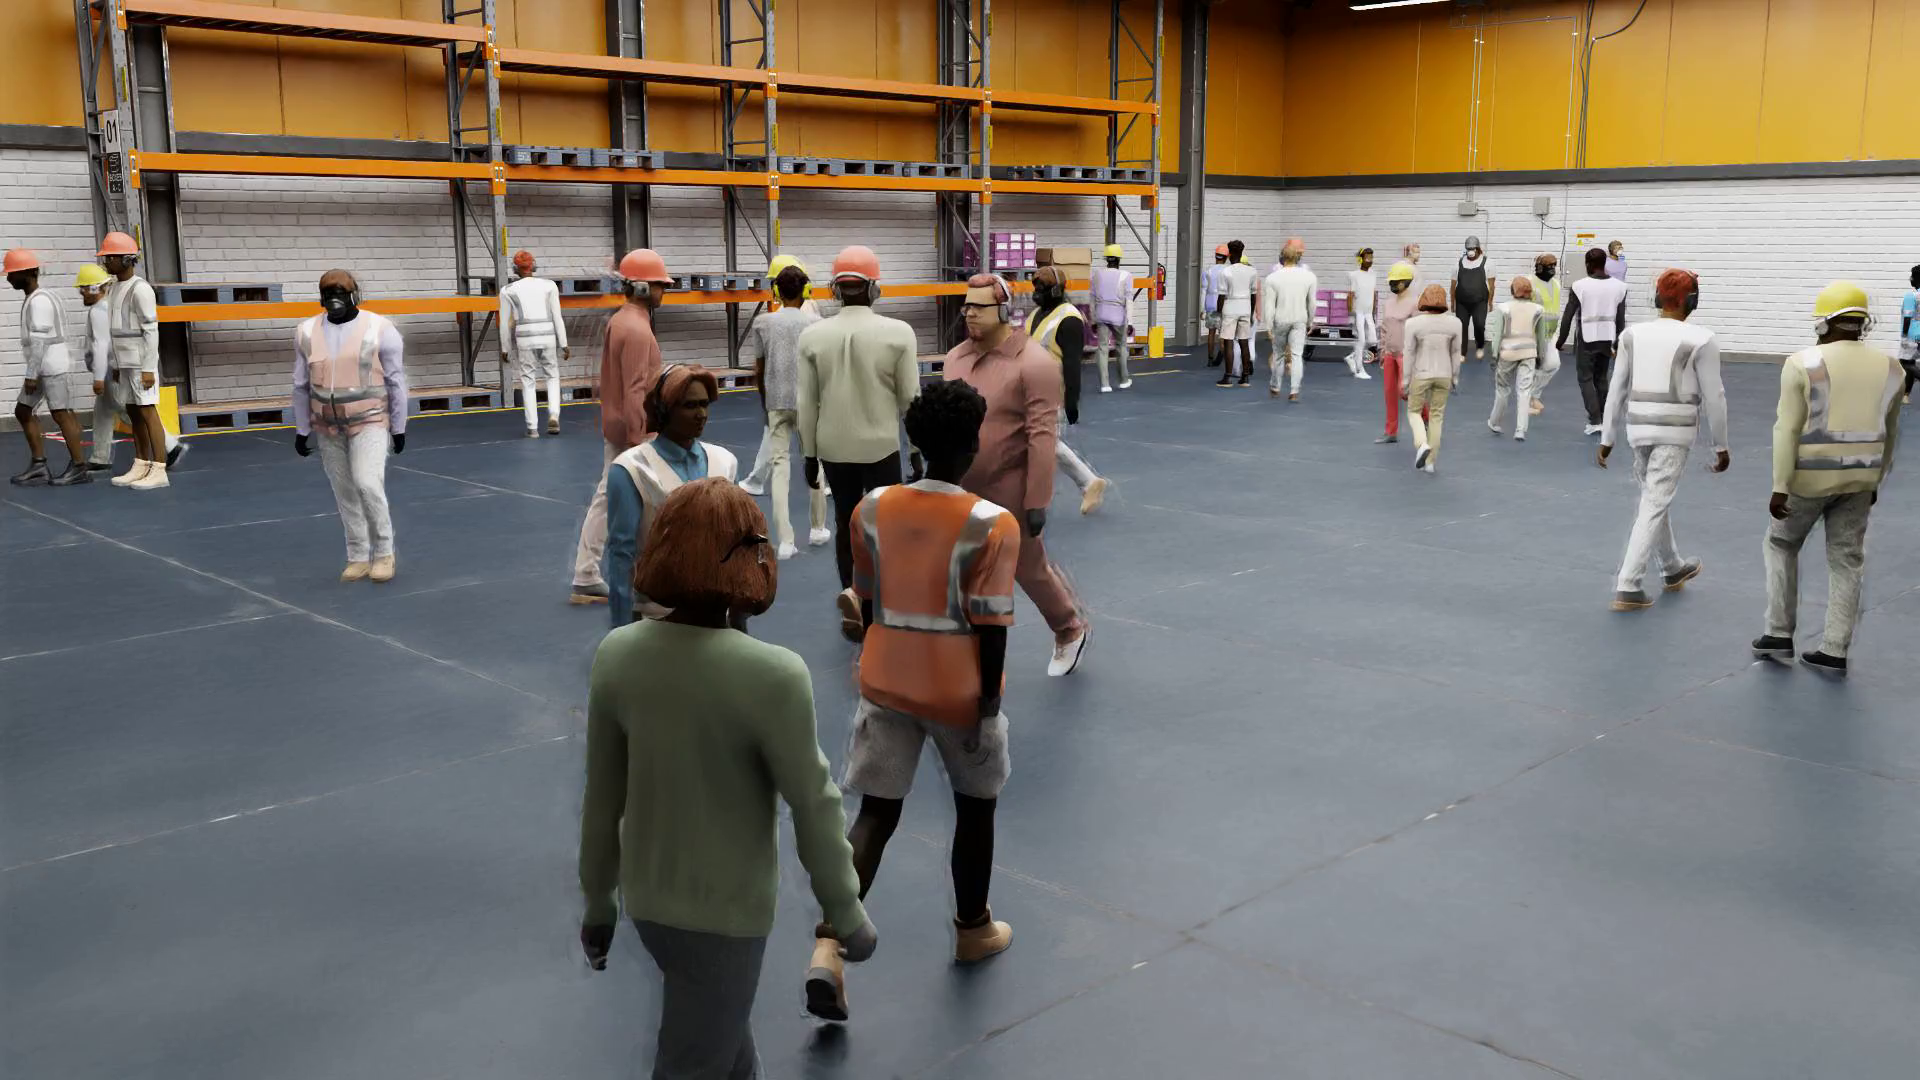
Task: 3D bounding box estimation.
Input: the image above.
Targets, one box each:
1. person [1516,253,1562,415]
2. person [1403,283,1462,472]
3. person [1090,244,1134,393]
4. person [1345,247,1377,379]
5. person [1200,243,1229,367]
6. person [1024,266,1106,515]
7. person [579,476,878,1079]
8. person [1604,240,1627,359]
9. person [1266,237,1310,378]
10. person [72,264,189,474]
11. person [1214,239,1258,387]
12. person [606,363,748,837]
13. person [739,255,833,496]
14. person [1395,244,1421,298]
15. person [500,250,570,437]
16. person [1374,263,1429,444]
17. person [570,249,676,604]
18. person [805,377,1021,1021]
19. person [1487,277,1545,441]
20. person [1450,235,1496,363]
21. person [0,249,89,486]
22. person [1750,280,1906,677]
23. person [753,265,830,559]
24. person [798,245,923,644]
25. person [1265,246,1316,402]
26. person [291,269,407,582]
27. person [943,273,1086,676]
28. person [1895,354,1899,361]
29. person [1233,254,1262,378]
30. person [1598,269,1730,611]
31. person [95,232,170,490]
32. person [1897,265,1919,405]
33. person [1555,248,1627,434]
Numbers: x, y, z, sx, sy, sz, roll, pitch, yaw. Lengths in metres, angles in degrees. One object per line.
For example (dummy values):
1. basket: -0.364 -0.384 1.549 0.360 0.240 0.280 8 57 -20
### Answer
1. person: 6.535 -2.317 18.793 0.691 1.821 0.444 -6 12 -31
2. person: 4.010 -1.363 14.130 0.504 1.621 0.431 0 10 2
3. person: 1.999 -2.866 21.565 0.617 1.888 0.898 4 11 22
4. person: 5.689 -3.212 23.565 0.547 1.852 0.481 -6 12 -28
5. person: 3.943 -3.559 25.359 0.556 1.910 0.817 2 11 9
6. person: 0.693 -1.015 11.703 0.799 1.816 0.633 -4 11 -22
7. person: -0.439 0.677 3.077 0.510 1.587 0.844 8 13 38
8. person: 10.663 -3.924 27.223 0.632 1.940 0.372 -6 12 -28
9. person: 4.691 -3.350 23.947 0.603 2.001 0.951 -5 11 -24
10. person: -7.100 -1.446 14.144 0.877 1.789 0.592 -3 11 -17
11. person: 3.681 -3.026 22.251 0.612 1.962 0.366 -4 11 -22
12. person: -0.871 0.255 5.255 0.366 1.627 0.534 8 13 38
13. person: -1.294 -1.252 12.841 1.009 1.870 0.615 2 11 13
14. person: 7.439 -3.898 27.249 0.939 1.865 0.673 8 13 37
15. person: -4.222 -1.924 16.522 0.639 1.863 0.720 -4 11 -22
16. person: 4.332 -1.804 16.169 0.511 1.758 0.525 -6 12 -28
17. person: -1.711 -0.613 9.147 1.011 1.938 0.632 -4 11 -23
18. person: -0.123 0.415 4.331 0.536 1.660 0.810 6 12 29
19. person: 5.556 -1.817 16.629 0.547 1.595 0.824 1 10 5
20. person: 8.119 -3.831 26.432 0.700 2.000 0.552 5 12 25
21. person: -7.411 -1.363 13.328 0.683 1.905 0.575 -8 13 -36
22. person: 4.020 -0.293 7.762 0.624 1.809 0.649 -1 10 -3
23. person: -1.069 -0.827 10.661 0.483 1.830 0.874 0 10 2
24. person: -0.504 -0.450 8.176 0.632 1.976 0.753 3 11 15
25. person: 4.037 -2.639 20.380 0.641 1.890 1.011 1 10 5
26. person: -3.547 -0.647 9.653 0.628 1.828 0.529 1 10 7
27. person: 0.197 -0.249 7.397 0.653 1.870 0.966 9 14 40
28. person: 13.179 -2.971 22.980 0.872 1.587 0.509 7 13 34
29. person: 4.017 -3.165 23.558 0.544 1.752 0.531 0 10 0
30. person: 3.910 -0.558 9.141 0.971 1.831 0.628 -7 12 -32
31. person: -6.618 -1.421 13.286 0.608 2.045 0.392 9 14 41
32. person: 11.365 -2.409 19.673 0.540 1.679 0.625 -6 12 -28
33. person: 6.472 -2.021 16.988 0.606 1.892 0.654 -2 11 -9
